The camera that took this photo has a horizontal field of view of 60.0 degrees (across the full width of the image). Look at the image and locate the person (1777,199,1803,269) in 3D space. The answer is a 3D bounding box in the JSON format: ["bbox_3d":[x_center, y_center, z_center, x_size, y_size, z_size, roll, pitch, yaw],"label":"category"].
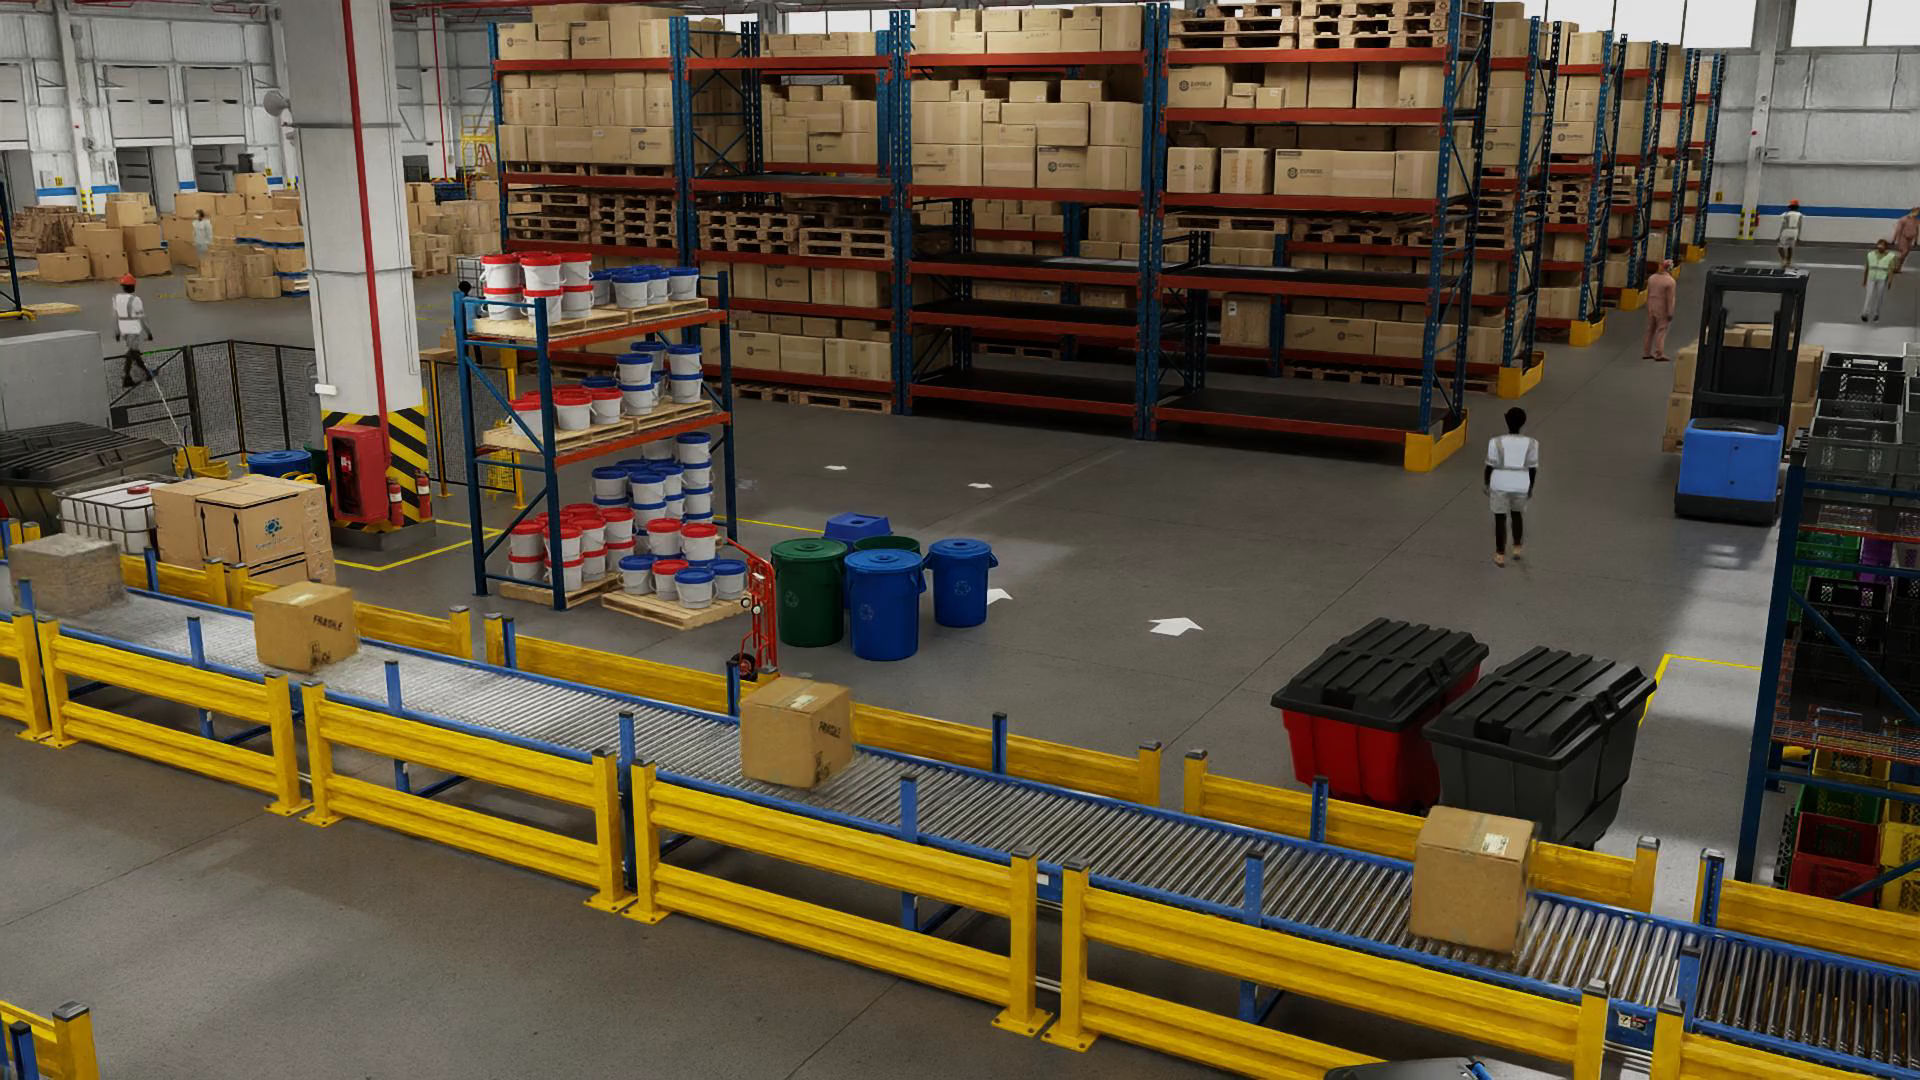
[{"bbox_3d":[23.614,-8.680,47.349,0.646,2.031,0.405,1,15,2],"label":"person"}]

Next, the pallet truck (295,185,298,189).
[{"bbox_3d":[-26.804,-14.617,69.738,1.885,1.965,0.823,-14,20,-42],"label":"pallet truck"}]

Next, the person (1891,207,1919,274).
[{"bbox_3d":[26.522,-8.385,46.546,0.713,1.867,0.595,-4,15,-15],"label":"person"}]

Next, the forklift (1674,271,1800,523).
[{"bbox_3d":[9.269,-1.763,19.726,1.129,2.768,1.873,8,17,27],"label":"forklift"}]

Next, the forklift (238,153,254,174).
[{"bbox_3d":[-26.170,-12.804,61.235,1.873,2.768,1.129,-3,15,-10],"label":"forklift"}]

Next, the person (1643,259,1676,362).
[{"bbox_3d":[13.130,-4.295,31.133,0.399,1.900,0.643,-6,16,-22],"label":"person"}]

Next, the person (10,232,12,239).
[{"bbox_3d":[-33.214,-11.232,57.642,0.831,1.656,0.548,-2,15,-6],"label":"person"}]

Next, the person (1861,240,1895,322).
[{"bbox_3d":[20.209,-5.707,36.628,0.588,1.789,0.958,12,19,37],"label":"person"}]

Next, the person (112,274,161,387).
[{"bbox_3d":[-14.131,-3.615,28.564,0.568,1.893,0.922,6,16,21],"label":"person"}]

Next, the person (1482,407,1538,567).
[{"bbox_3d":[5.767,-0.560,17.479,0.533,1.681,0.419,1,15,3],"label":"person"}]

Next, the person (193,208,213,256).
[{"bbox_3d":[-20.490,-8.040,45.165,0.638,1.924,0.743,9,17,30],"label":"person"}]

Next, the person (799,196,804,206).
[{"bbox_3d":[-5.253,-10.984,56.859,0.534,1.594,0.869,4,15,14],"label":"person"}]

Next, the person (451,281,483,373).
[{"bbox_3d":[-8.686,-3.717,29.343,0.547,1.695,0.320,-10,18,-34],"label":"person"}]
